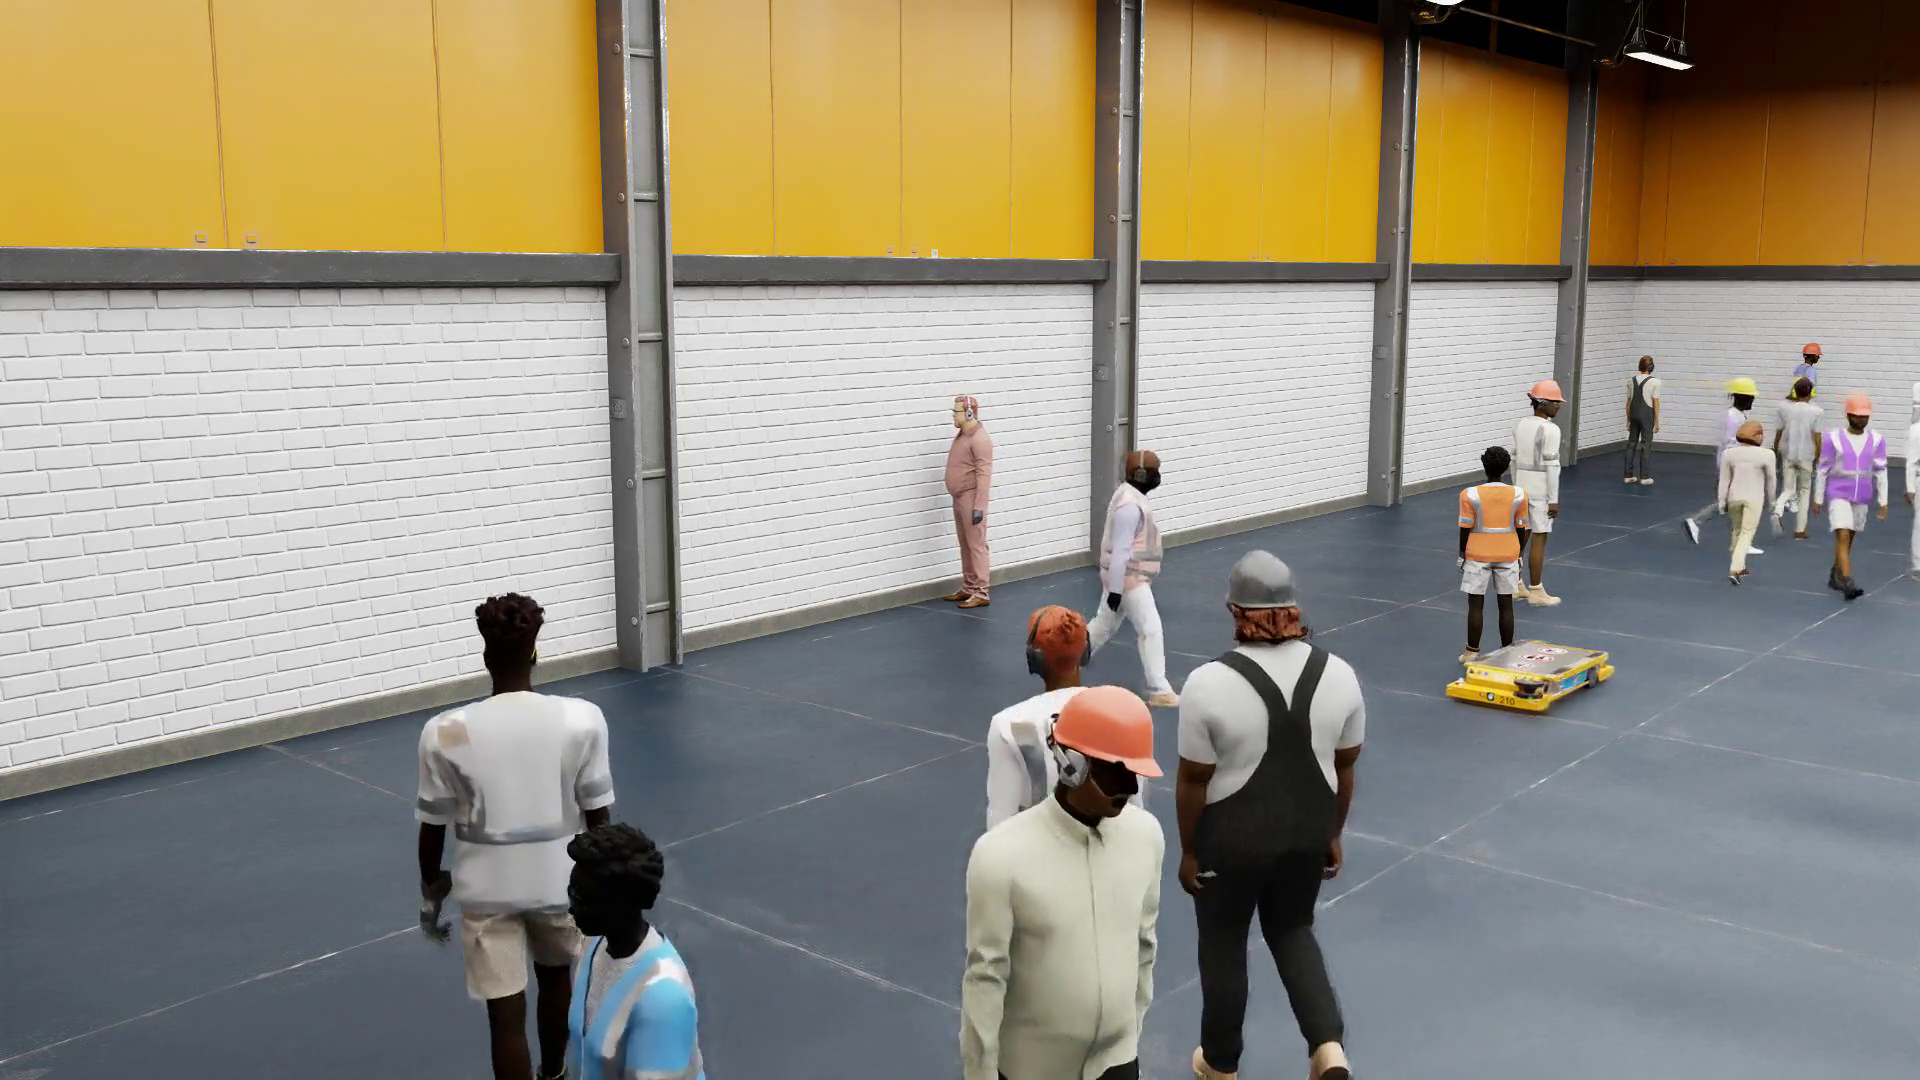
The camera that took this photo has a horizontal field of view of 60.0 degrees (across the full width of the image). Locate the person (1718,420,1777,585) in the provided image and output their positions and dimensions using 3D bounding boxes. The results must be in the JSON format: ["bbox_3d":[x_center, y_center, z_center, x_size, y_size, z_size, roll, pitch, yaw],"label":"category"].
[{"bbox_3d":[7.605,-0.374,16.125,0.844,1.592,0.489,-8,12,-42],"label":"person"}]

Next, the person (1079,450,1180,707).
[{"bbox_3d":[1.091,0.262,11.515,0.971,1.802,0.635,1,9,6],"label":"person"}]

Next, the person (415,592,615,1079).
[{"bbox_3d":[-1.504,1.122,5.607,0.630,1.939,0.797,-4,10,-22],"label":"person"}]

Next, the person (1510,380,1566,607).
[{"bbox_3d":[5.219,-0.425,15.026,0.394,2.040,0.609,-3,9,-16],"label":"person"}]

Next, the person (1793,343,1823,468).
[{"bbox_3d":[13.106,-2.081,25.752,0.374,1.935,0.552,0,9,1],"label":"person"}]

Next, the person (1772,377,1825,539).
[{"bbox_3d":[9.363,-0.898,18.630,0.674,1.846,0.537,-9,13,-44],"label":"person"}]

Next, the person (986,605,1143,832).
[{"bbox_3d":[0.376,1.150,5.669,0.584,1.868,0.727,-2,9,-14],"label":"person"}]

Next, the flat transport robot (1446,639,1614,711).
[{"bbox_3d":[4.111,0.950,11.934,0.652,0.197,1.431,8,12,41],"label":"flat transport robot"}]

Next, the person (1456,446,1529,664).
[{"bbox_3d":[4.022,0.134,12.598,0.535,1.697,0.318,0,9,1],"label":"person"}]

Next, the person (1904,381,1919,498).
[{"bbox_3d":[12.870,-1.503,22.123,0.552,1.935,0.373,-1,9,-6],"label":"person"}]

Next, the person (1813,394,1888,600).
[{"bbox_3d":[8.264,-0.402,15.390,0.564,1.879,1.022,1,9,7],"label":"person"}]

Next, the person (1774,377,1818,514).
[{"bbox_3d":[10.591,-1.220,21.085,0.500,1.701,0.883,1,9,9],"label":"person"}]

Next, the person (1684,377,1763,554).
[{"bbox_3d":[8.254,-0.806,17.847,0.736,1.904,0.610,4,10,26],"label":"person"}]

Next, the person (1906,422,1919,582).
[{"bbox_3d":[9.426,-0.502,16.043,0.590,1.870,0.478,1,9,6],"label":"person"}]

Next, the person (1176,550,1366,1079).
[{"bbox_3d":[1.077,1.025,5.922,0.685,2.000,0.662,-2,9,-14],"label":"person"}]

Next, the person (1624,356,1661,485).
[{"bbox_3d":[9.733,-1.705,23.724,0.341,1.839,0.501,-6,11,-34],"label":"person"}]

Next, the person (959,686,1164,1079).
[{"bbox_3d":[0.215,1.310,4.429,0.619,1.953,0.843,-5,10,-29],"label":"person"}]

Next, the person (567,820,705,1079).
[{"bbox_3d":[-0.856,1.506,4.025,0.693,1.669,0.549,-6,11,-33],"label":"person"}]

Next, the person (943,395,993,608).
[{"bbox_3d":[0.062,-0.344,14.941,0.399,1.907,0.644,-3,9,-17],"label":"person"}]
